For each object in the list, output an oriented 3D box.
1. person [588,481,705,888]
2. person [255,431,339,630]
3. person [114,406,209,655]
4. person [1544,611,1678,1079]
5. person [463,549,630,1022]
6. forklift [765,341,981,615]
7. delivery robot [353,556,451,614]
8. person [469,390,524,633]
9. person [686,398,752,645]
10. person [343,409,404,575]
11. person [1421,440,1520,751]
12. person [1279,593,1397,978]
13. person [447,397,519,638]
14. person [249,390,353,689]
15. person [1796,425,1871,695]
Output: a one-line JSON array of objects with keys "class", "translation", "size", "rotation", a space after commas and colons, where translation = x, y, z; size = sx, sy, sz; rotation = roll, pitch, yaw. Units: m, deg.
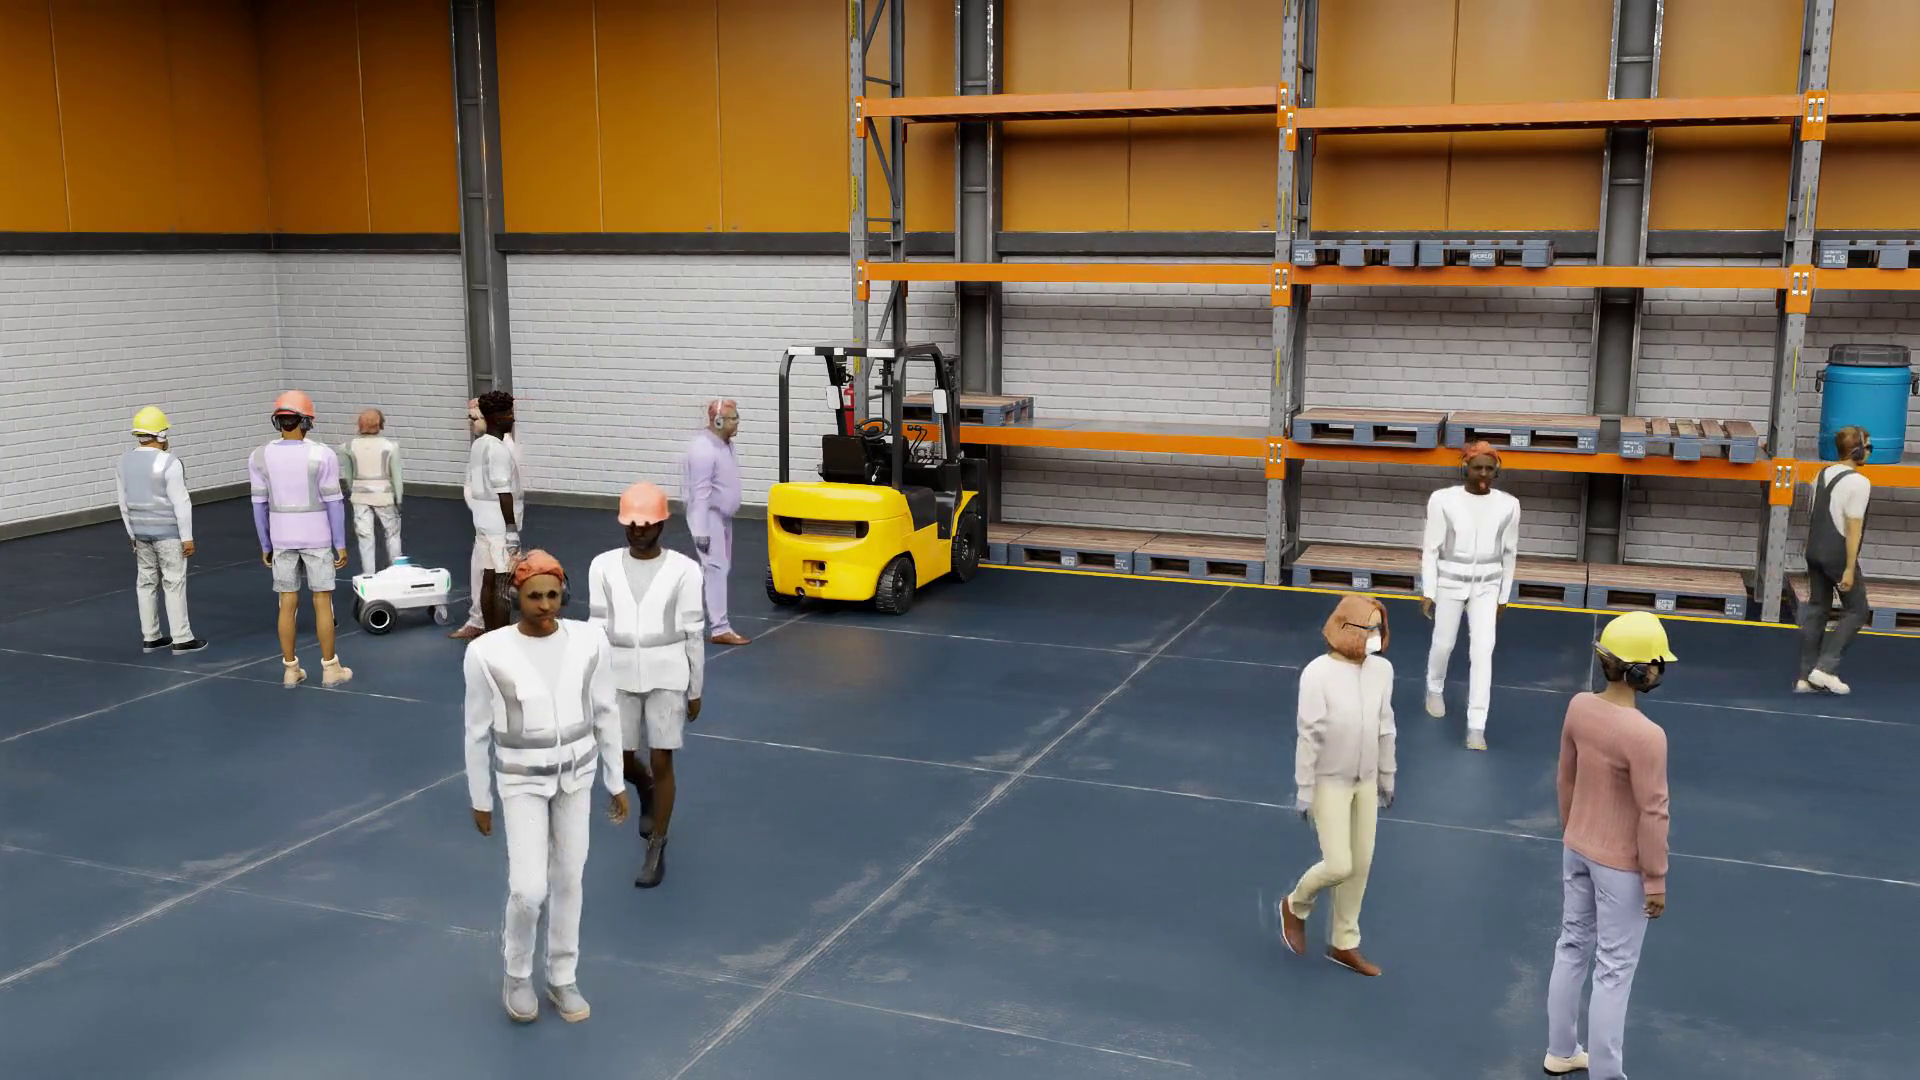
[{"class": "person", "translation": [-1.489, 0.657, 7.987], "size": [0.558, 1.926, 0.630], "rotation": [1, 10, 4]}, {"class": "person", "translation": [-5.117, -0.174, 12.869], "size": [0.588, 1.834, 0.403], "rotation": [-3, 11, -15]}, {"class": "person", "translation": [-5.886, -0.067, 12.261], "size": [0.594, 1.837, 0.404], "rotation": [3, 11, 18]}, {"class": "person", "translation": [2.315, 1.116, 5.868], "size": [0.316, 1.767, 0.534], "rotation": [-2, 10, -14]}, {"class": "person", "translation": [-1.581, 0.963, 6.432], "size": [0.584, 1.873, 0.416], "rotation": [-7, 12, -35]}, {"class": "forklift", "translation": [-0.739, -0.602, 14.246], "size": [1.214, 2.155, 2.313], "rotation": [4, 11, 21]}, {"class": "delivery robot", "translation": [-4.398, 0.372, 13.124], "size": [0.707, 0.478, 0.477], "rotation": [-6, 12, -29]}, {"class": "person", "translation": [-3.366, -0.115, 12.166], "size": [0.368, 1.966, 0.603], "rotation": [-7, 12, -34]}, {"class": "person", "translation": [-1.950, -0.144, 12.571], "size": [0.704, 1.884, 0.665], "rotation": [2, 10, 10]}, {"class": "person", "translation": [-5.022, -0.329, 14.340], "size": [0.515, 1.604, 0.771], "rotation": [-1, 10, -6]}, {"class": "person", "translation": [3.118, 0.292, 10.265], "size": [0.590, 1.852, 0.941], "rotation": [1, 10, 6]}, {"class": "person", "translation": [1.585, 1.007, 6.876], "size": [0.517, 1.616, 0.394], "rotation": [-6, 12, -32]}, {"class": "person", "translation": [-3.518, -0.185, 12.852], "size": [0.887, 1.869, 0.655], "rotation": [-4, 11, -23]}, {"class": "person", "translation": [-4.474, 0.001, 11.320], "size": [0.607, 2.039, 0.380], "rotation": [0, 10, -1]}, {"class": "person", "translation": [5.853, 0.147, 11.115], "size": [0.416, 1.823, 0.528], "rotation": [-2, 10, -12]}]
